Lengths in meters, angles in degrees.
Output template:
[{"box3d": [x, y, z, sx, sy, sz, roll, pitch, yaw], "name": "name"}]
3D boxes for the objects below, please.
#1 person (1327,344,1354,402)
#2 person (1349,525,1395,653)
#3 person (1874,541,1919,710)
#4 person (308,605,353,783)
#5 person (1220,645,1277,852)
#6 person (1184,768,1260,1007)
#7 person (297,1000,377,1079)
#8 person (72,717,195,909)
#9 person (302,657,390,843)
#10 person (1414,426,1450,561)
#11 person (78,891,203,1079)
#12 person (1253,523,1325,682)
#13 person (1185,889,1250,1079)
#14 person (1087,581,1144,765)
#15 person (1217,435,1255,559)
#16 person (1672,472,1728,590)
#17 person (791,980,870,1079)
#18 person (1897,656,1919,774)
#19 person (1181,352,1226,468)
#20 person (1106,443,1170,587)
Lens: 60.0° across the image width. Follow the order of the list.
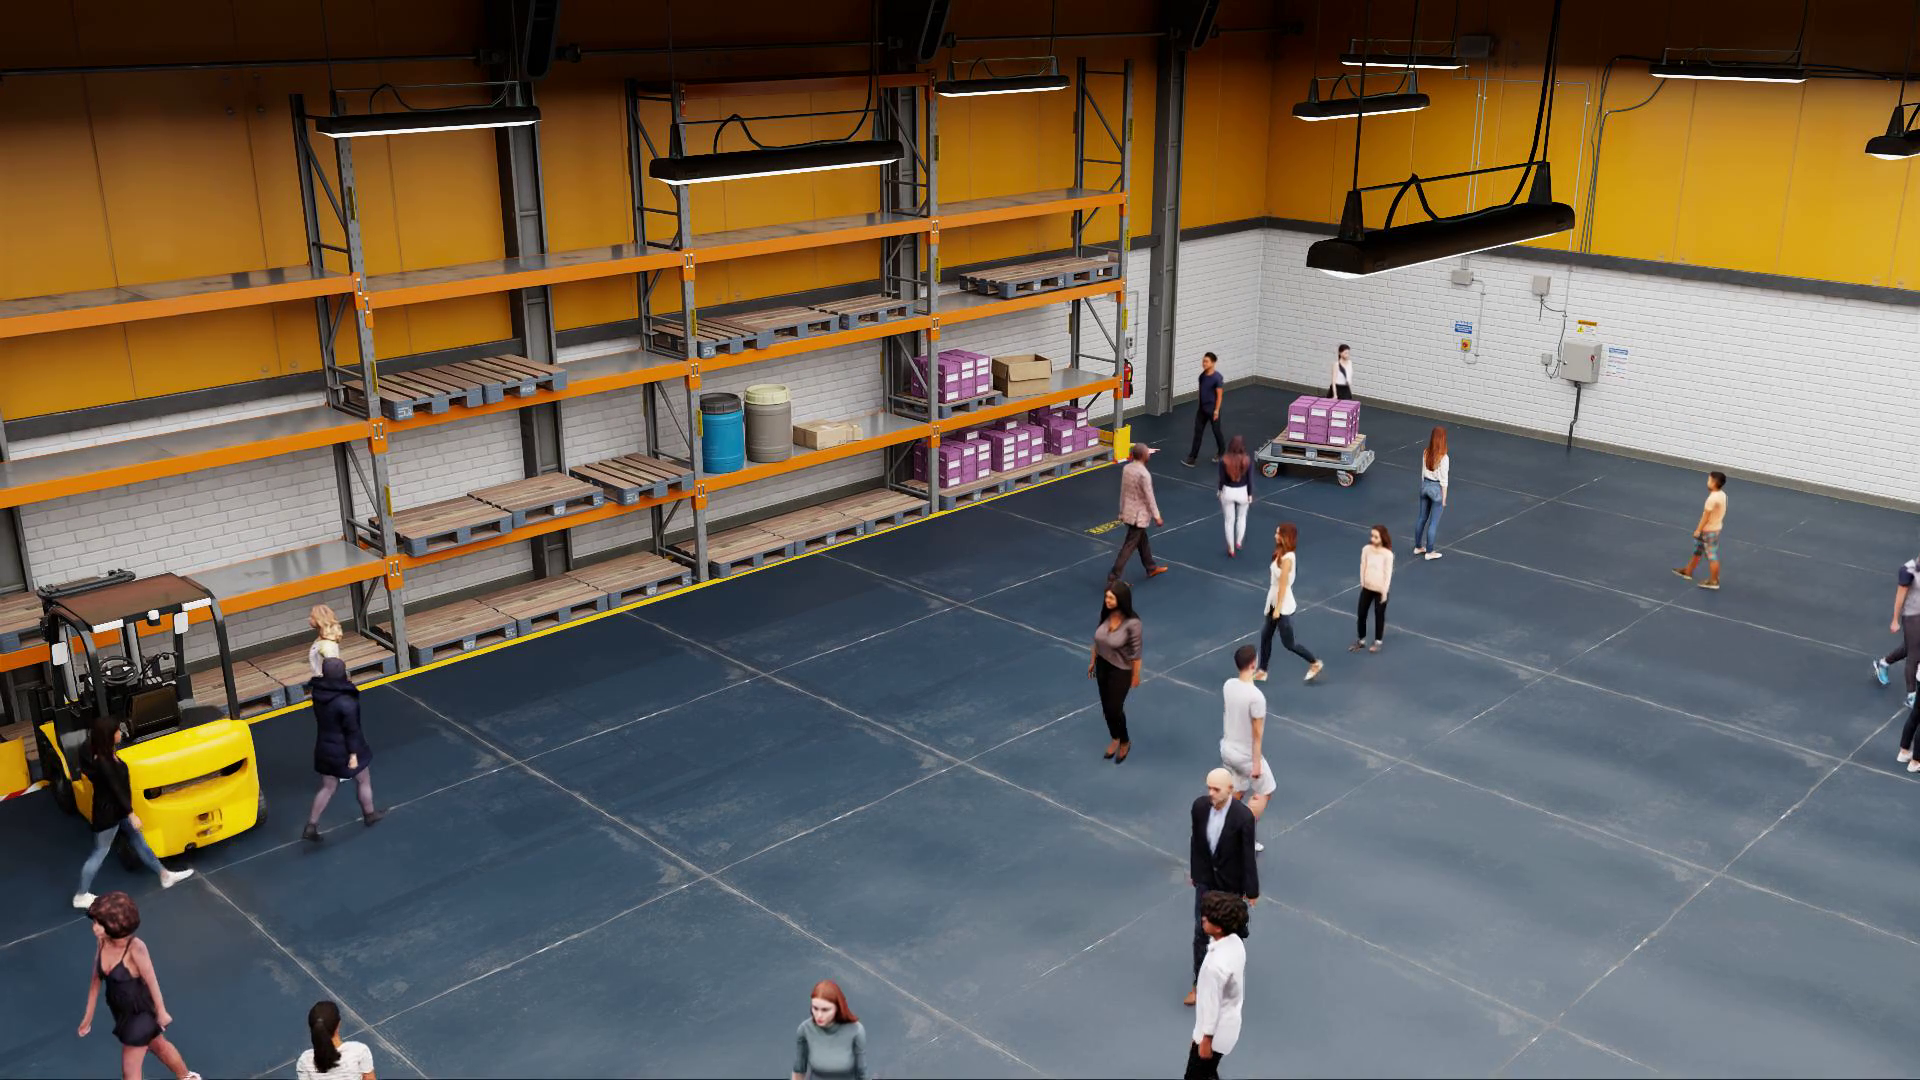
[{"box3d": [6.005, -2.309, 26.544, 1.091, 1.599, 0.913, -7, 20, -20], "name": "person"}, {"box3d": [4.621, 0.529, 18.325, 0.569, 1.466, 0.655, 16, 25, 40], "name": "person"}, {"box3d": [9.749, 0.786, 17.040, 1.205, 1.799, 1.158, -4, 19, -11], "name": "person"}, {"box3d": [-5.770, 1.402, 15.332, 0.679, 1.722, 0.698, -7, 20, -20], "name": "person"}, {"box3d": [2.292, 1.800, 13.986, 0.766, 1.826, 0.801, -8, 20, -22], "name": "person"}, {"box3d": [1.939, 2.446, 12.170, 0.948, 1.762, 1.292, 10, 21, 28], "name": "person"}, {"box3d": [-3.522, 3.409, 9.528, 0.996, 1.622, 1.008, -2, 19, -6], "name": "person"}, {"box3d": [-6.804, 2.197, 13.161, 1.184, 1.600, 0.846, -8, 20, -22], "name": "person"}, {"box3d": [-5.367, 1.821, 14.208, 0.838, 1.645, 1.143, 10, 21, 28], "name": "person"}, {"box3d": [6.053, -0.619, 21.321, 0.584, 1.729, 0.610, -11, 22, -30], "name": "person"}, {"box3d": [-5.162, 2.988, 10.584, 0.740, 1.747, 1.127, 11, 21, 29], "name": "person"}, {"box3d": [3.457, 0.698, 17.364, 1.119, 1.759, 1.030, -1, 19, -3], "name": "person"}, {"box3d": [1.671, 3.027, 10.386, 0.890, 1.798, 0.866, 6, 20, 17], "name": "person"}, {"box3d": [1.533, 1.231, 15.678, 0.662, 1.825, 0.663, -15, 24, -38], "name": "person"}, {"box3d": [3.521, -0.545, 21.312, 0.794, 1.594, 0.858, 1, 19, 2], "name": "person"}, {"box3d": [9.211, -0.103, 20.235, 0.652, 1.444, 0.785, 14, 23, 35], "name": "person"}, {"box3d": [-0.713, 3.284, 9.757, 0.926, 1.713, 1.055, 3, 19, 10], "name": "person"}, {"box3d": [9.074, 1.341, 15.545, 0.766, 1.700, 0.681, 2, 19, 7], "name": "person"}, {"box3d": [3.865, -1.971, 25.312, 1.135, 1.745, 0.725, -15, 24, -38], "name": "person"}, {"box3d": [2.075, -0.259, 20.200, 1.274, 1.763, 1.008, -7, 20, -19], "name": "person"}]
